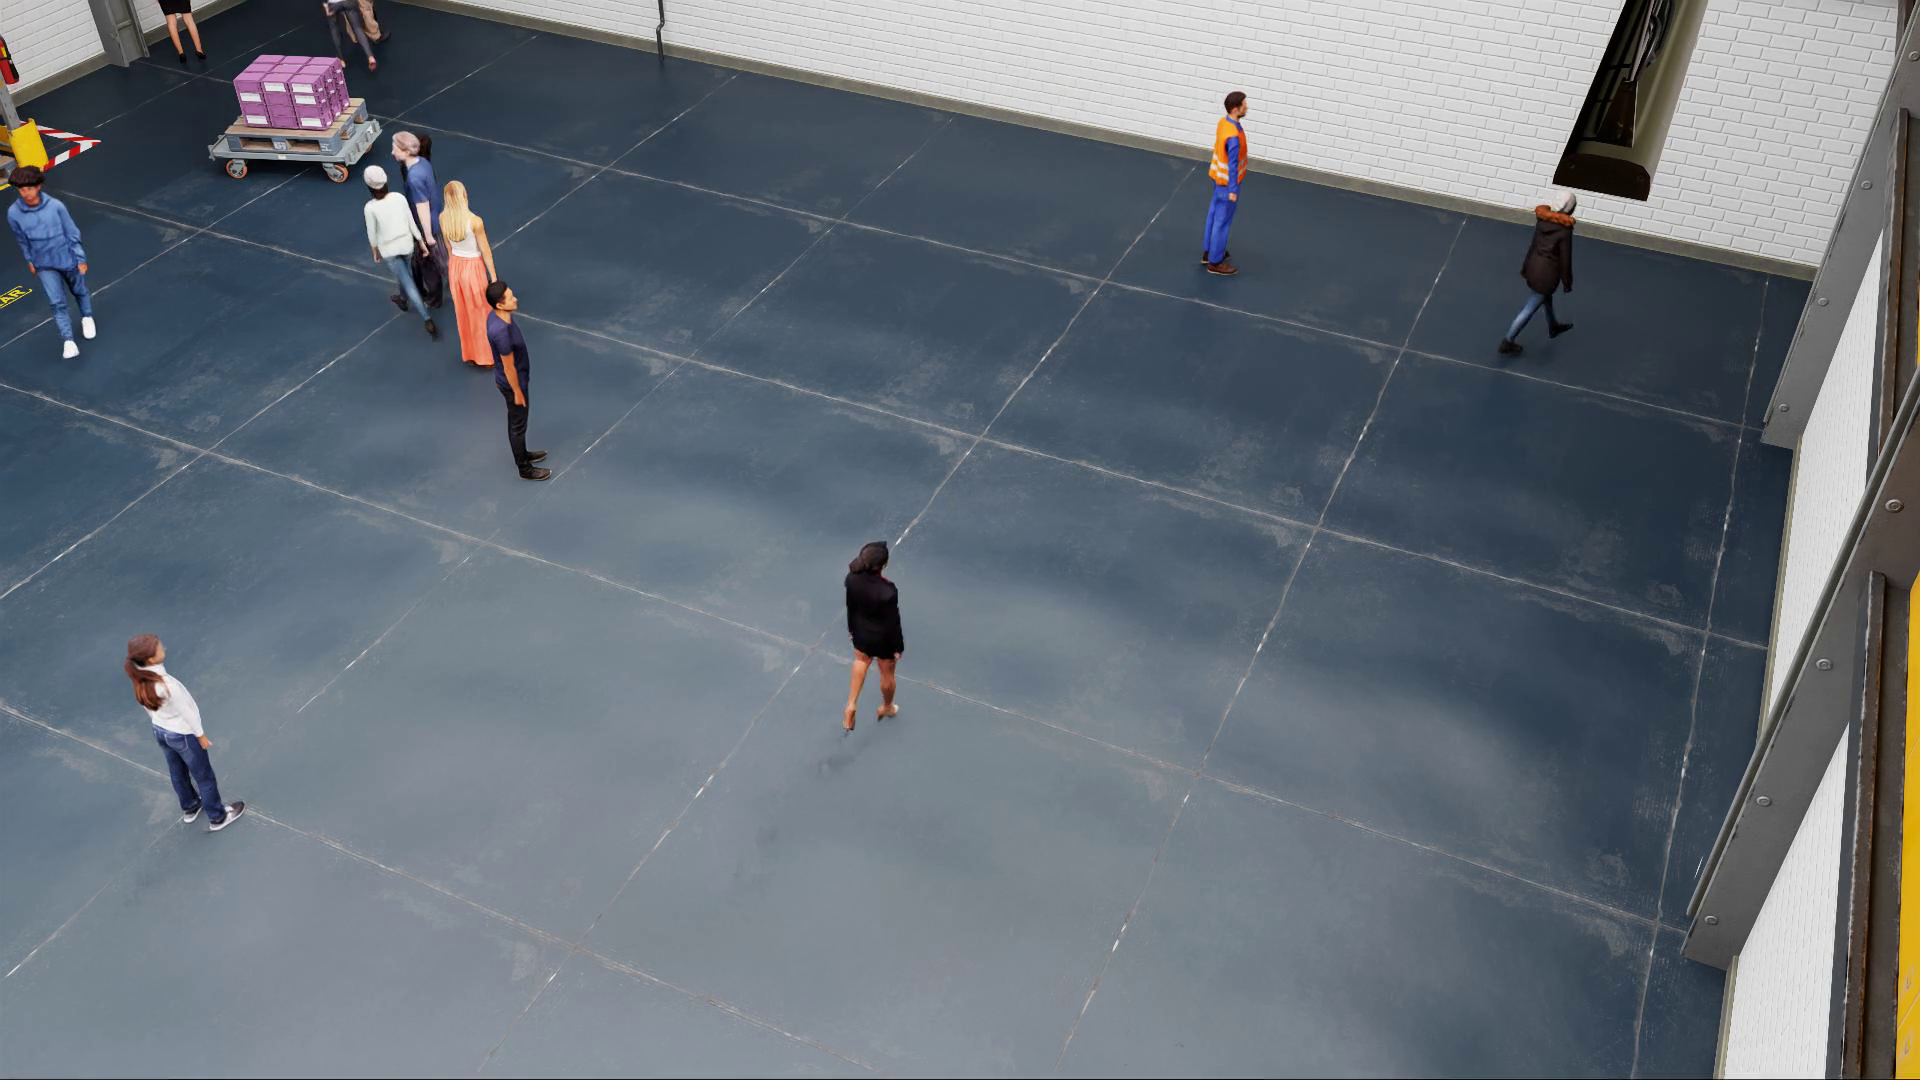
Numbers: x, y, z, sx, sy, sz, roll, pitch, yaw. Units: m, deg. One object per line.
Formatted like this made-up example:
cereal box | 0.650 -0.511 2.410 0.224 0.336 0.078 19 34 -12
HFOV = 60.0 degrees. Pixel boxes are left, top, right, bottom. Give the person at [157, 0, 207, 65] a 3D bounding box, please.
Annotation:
person | -9.655 -6.675 20.373 0.608 1.678 0.656 -10 40 -13

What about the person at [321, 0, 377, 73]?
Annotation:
person | -7.461 -6.511 20.110 1.062 1.749 0.973 -28 46 -30

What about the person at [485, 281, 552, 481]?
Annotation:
person | -3.655 -1.310 13.562 0.774 1.793 0.700 -11 40 -13

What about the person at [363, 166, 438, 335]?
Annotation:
person | -5.170 -2.643 15.385 1.136 1.603 0.971 -28 46 -30

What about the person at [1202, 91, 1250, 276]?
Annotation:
person | 2.606 -3.511 16.262 0.853 1.863 0.728 -3 39 -3

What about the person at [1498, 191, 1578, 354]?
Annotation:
person | 5.242 -2.382 15.072 1.094 1.585 1.077 -10 40 -13

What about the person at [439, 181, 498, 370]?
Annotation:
person | -4.393 -2.365 14.878 0.622 1.800 0.591 14 41 17

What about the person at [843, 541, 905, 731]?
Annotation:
person | -0.606 0.697 11.180 0.609 1.630 0.761 20 43 23

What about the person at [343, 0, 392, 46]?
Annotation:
person | -7.618 -7.123 20.799 0.744 1.846 0.760 10 40 12

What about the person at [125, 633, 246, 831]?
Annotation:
person | -4.995 1.217 10.588 0.538 1.556 0.502 14 41 17

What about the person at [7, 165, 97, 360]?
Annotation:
person | -8.260 -2.616 15.211 1.110 1.776 1.163 -13 40 -16

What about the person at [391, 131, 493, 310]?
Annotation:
person | -4.854 -2.953 15.585 1.120 1.837 1.125 -7 39 -8
